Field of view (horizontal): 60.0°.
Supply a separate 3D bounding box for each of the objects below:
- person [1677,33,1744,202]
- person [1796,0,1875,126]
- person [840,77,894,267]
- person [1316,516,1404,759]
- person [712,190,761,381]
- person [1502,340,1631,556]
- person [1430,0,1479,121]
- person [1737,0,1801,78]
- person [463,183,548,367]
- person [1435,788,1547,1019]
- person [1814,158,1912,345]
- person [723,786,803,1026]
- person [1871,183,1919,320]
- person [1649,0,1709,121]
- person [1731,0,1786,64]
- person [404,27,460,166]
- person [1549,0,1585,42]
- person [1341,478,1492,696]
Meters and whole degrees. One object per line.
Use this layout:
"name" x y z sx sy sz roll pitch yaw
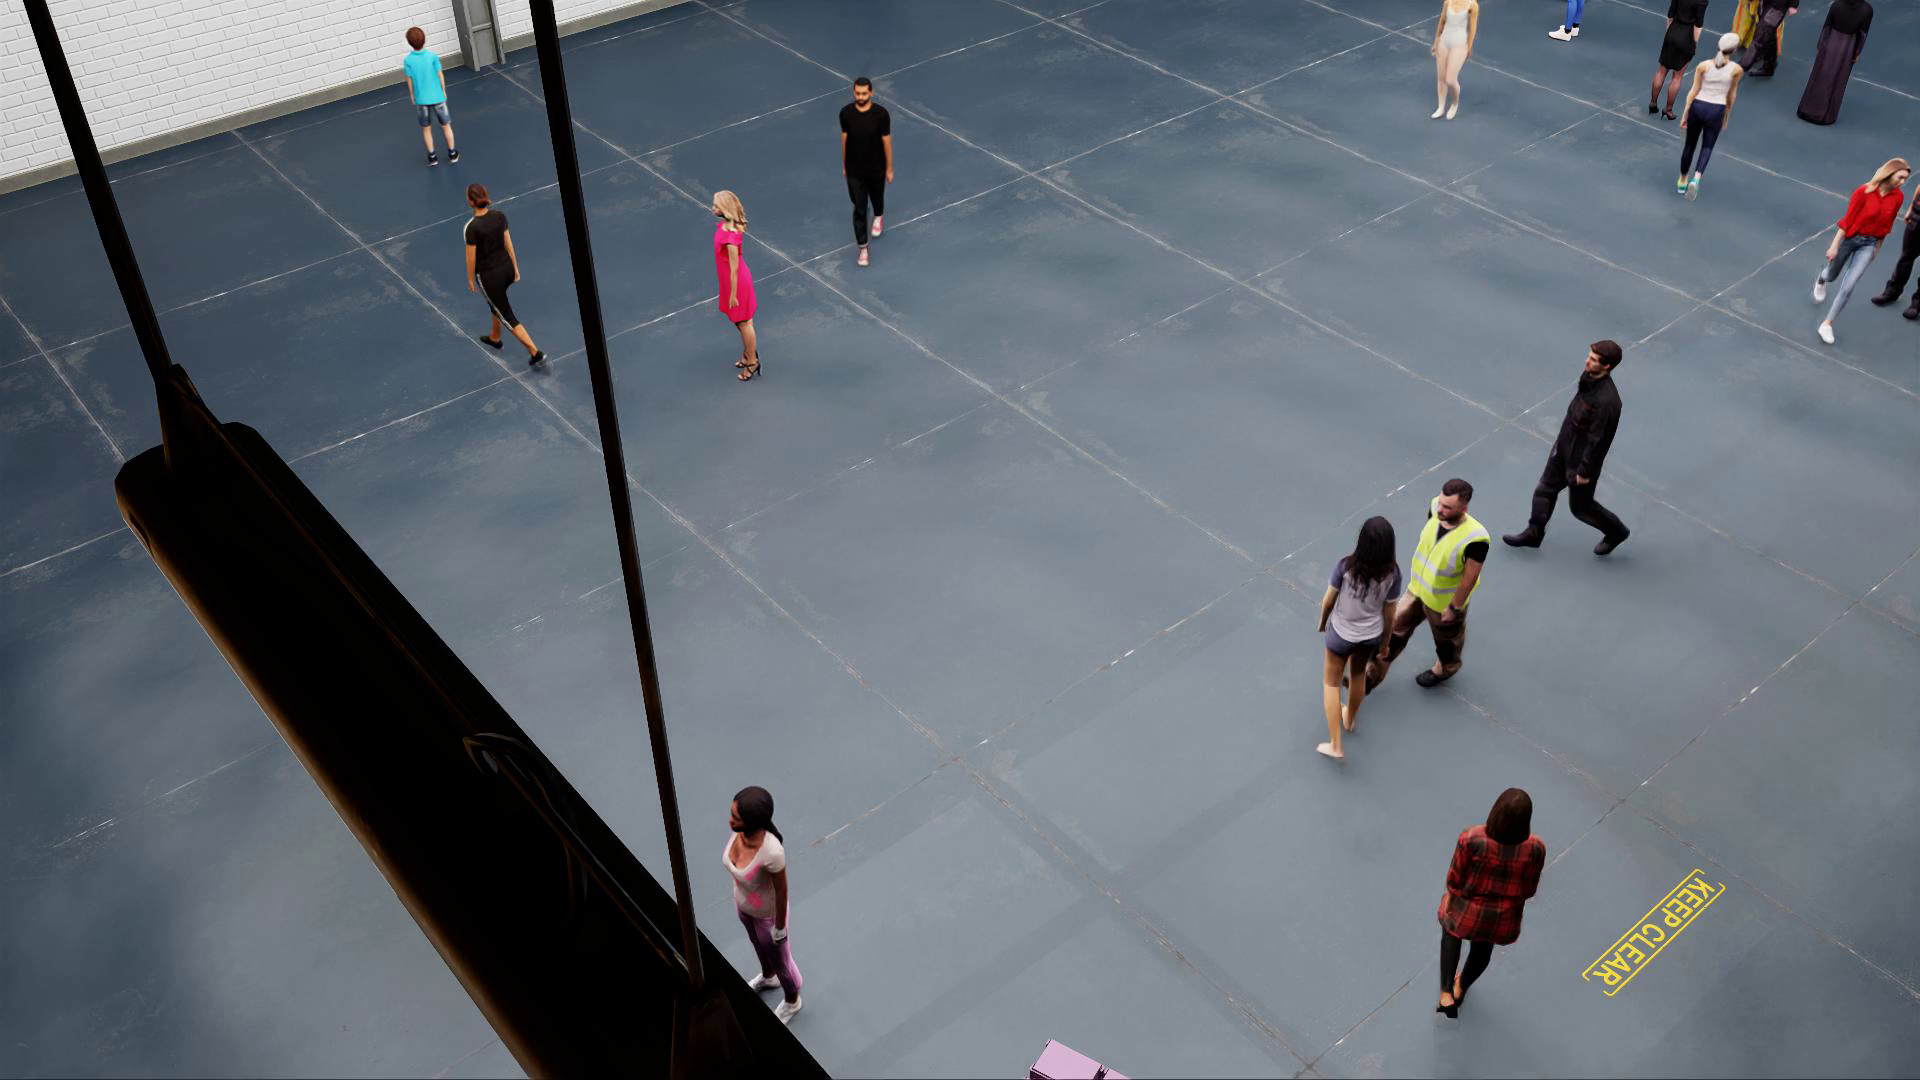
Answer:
"person" 7.365 -4.129 16.415 0.872 1.687 1.062 14 41 17
"person" 9.480 -5.306 17.949 0.664 1.613 0.667 24 44 27
"person" -0.868 -3.525 15.623 1.114 1.732 1.145 1 39 1
"person" 2.469 0.631 10.437 0.878 1.710 0.926 -2 39 -2
"person" -1.856 -2.148 13.908 0.689 1.720 0.660 -5 39 -6
"person" 4.537 -0.613 11.913 1.238 1.812 1.123 -1 39 -2
"person" 5.379 -5.364 18.004 0.570 1.634 0.567 31 48 33
"person" 9.177 -6.002 18.622 1.275 1.861 1.022 -10 40 -12
"person" -3.863 -2.206 14.051 0.855 1.633 1.088 22 44 25
"person" 2.768 1.973 8.774 0.792 1.688 0.859 10 40 12
"person" 7.779 -2.598 14.505 1.031 1.678 1.115 6 39 7
"person" -1.040 1.929 8.786 0.509 1.741 0.586 -25 45 -28
"person" 8.635 -2.857 14.694 0.631 1.848 0.692 -20 43 -23
"person" 7.783 -5.398 17.990 0.562 1.706 0.625 -19 43 -23
"person" 9.404 -6.466 19.398 1.097 1.616 1.331 18 42 21
"person" -5.493 -4.594 17.188 0.534 1.449 0.644 -10 40 -12
"person" 7.382 -6.836 19.740 0.731 1.768 0.509 31 48 33
"person" 3.170 0.305 10.777 1.184 1.794 0.842 -18 42 -21
